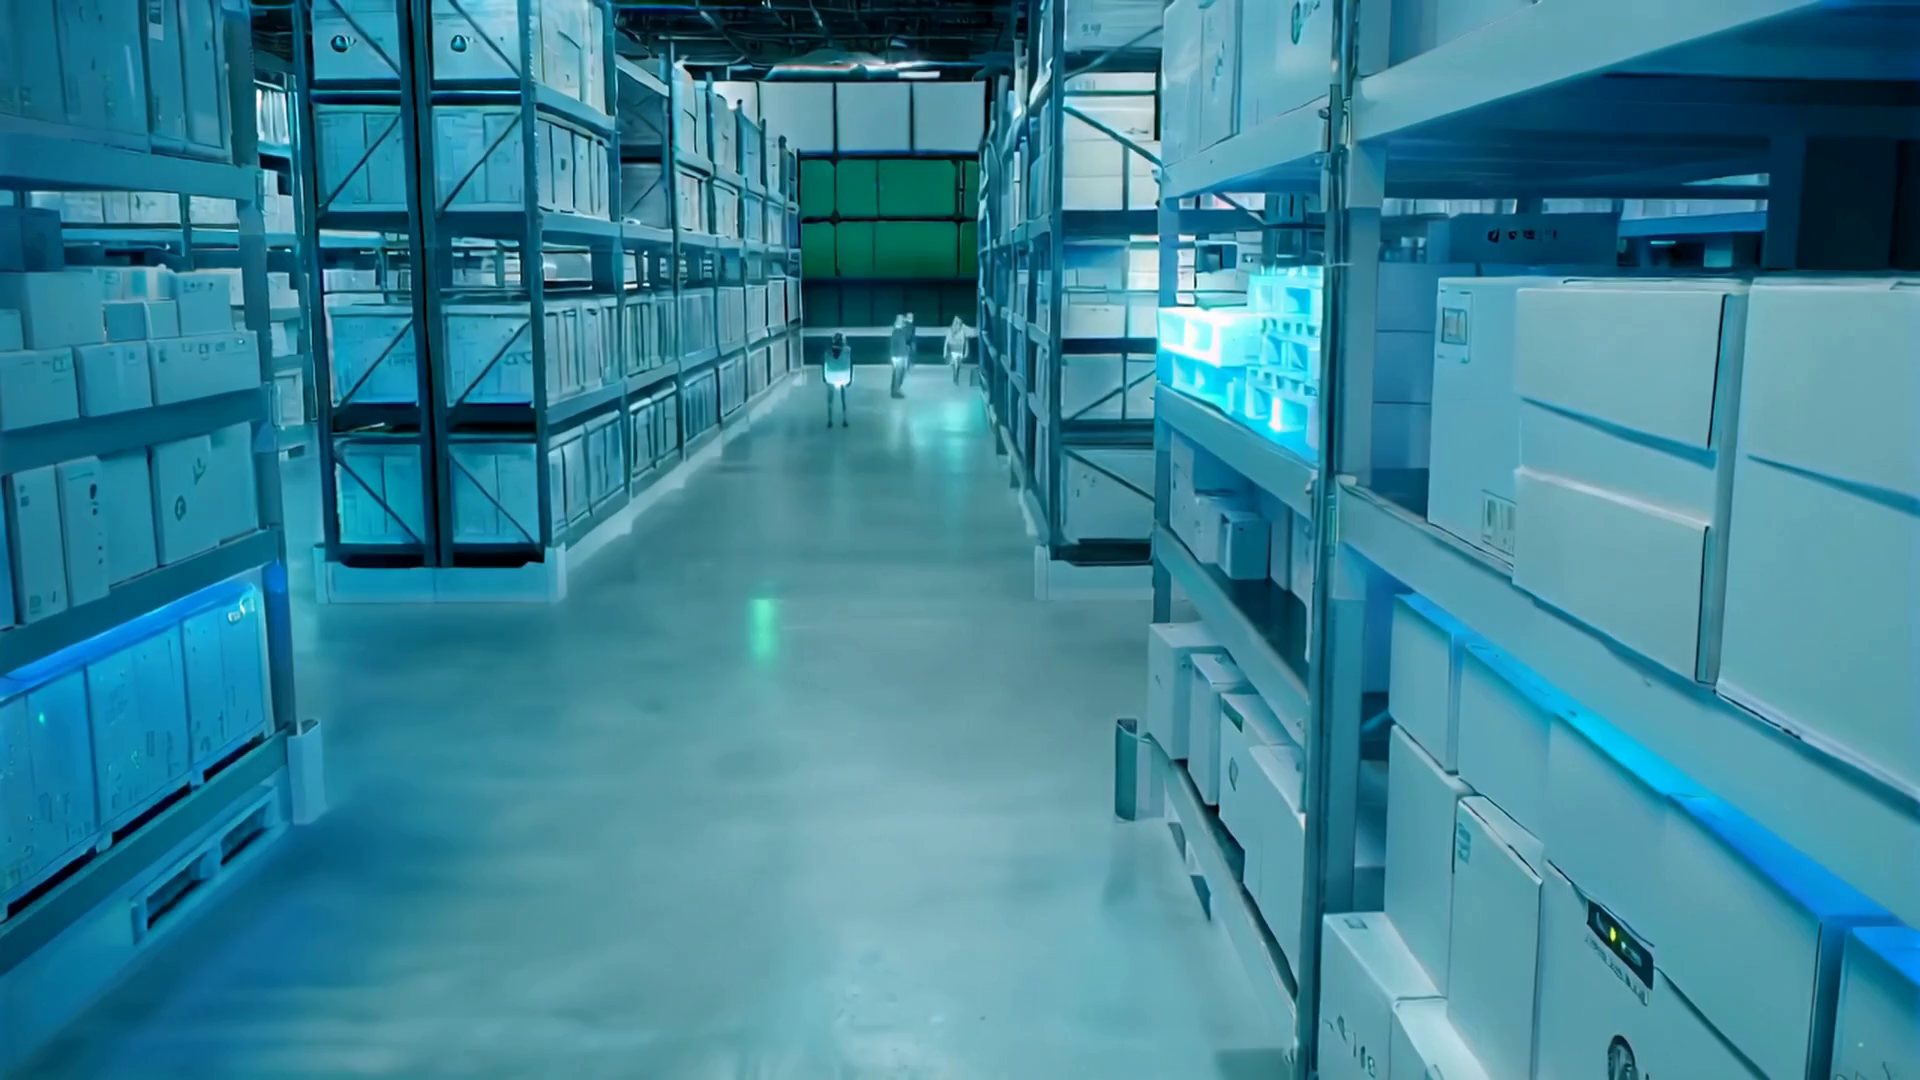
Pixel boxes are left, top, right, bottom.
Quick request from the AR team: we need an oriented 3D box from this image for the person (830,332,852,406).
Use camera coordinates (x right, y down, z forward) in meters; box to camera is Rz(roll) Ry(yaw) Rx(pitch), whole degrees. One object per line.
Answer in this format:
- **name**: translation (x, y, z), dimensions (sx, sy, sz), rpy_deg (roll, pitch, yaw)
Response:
- **person**: translation (-2.635, -3.782, 36.867), dimensions (0.523, 1.640, 0.310), rpy_deg (0, 9, 3)

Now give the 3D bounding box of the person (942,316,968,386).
- **person**: translation (-0.130, -4.864, 42.938), dimensions (0.643, 1.815, 0.438), rpy_deg (0, 9, 0)

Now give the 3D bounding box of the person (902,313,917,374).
- **person**: translation (-1.481, -5.655, 47.966), dimensions (0.563, 1.755, 0.320), rpy_deg (7, 11, 35)

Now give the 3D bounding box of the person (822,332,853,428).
- **person**: translation (-2.329, -3.035, 31.665), dimensions (0.590, 1.835, 0.404), rpy_deg (0, 9, -2)

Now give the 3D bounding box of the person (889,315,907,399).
- **person**: translation (-1.441, -4.270, 38.884), dimensions (0.518, 1.946, 0.647), rpy_deg (-6, 11, -33)
